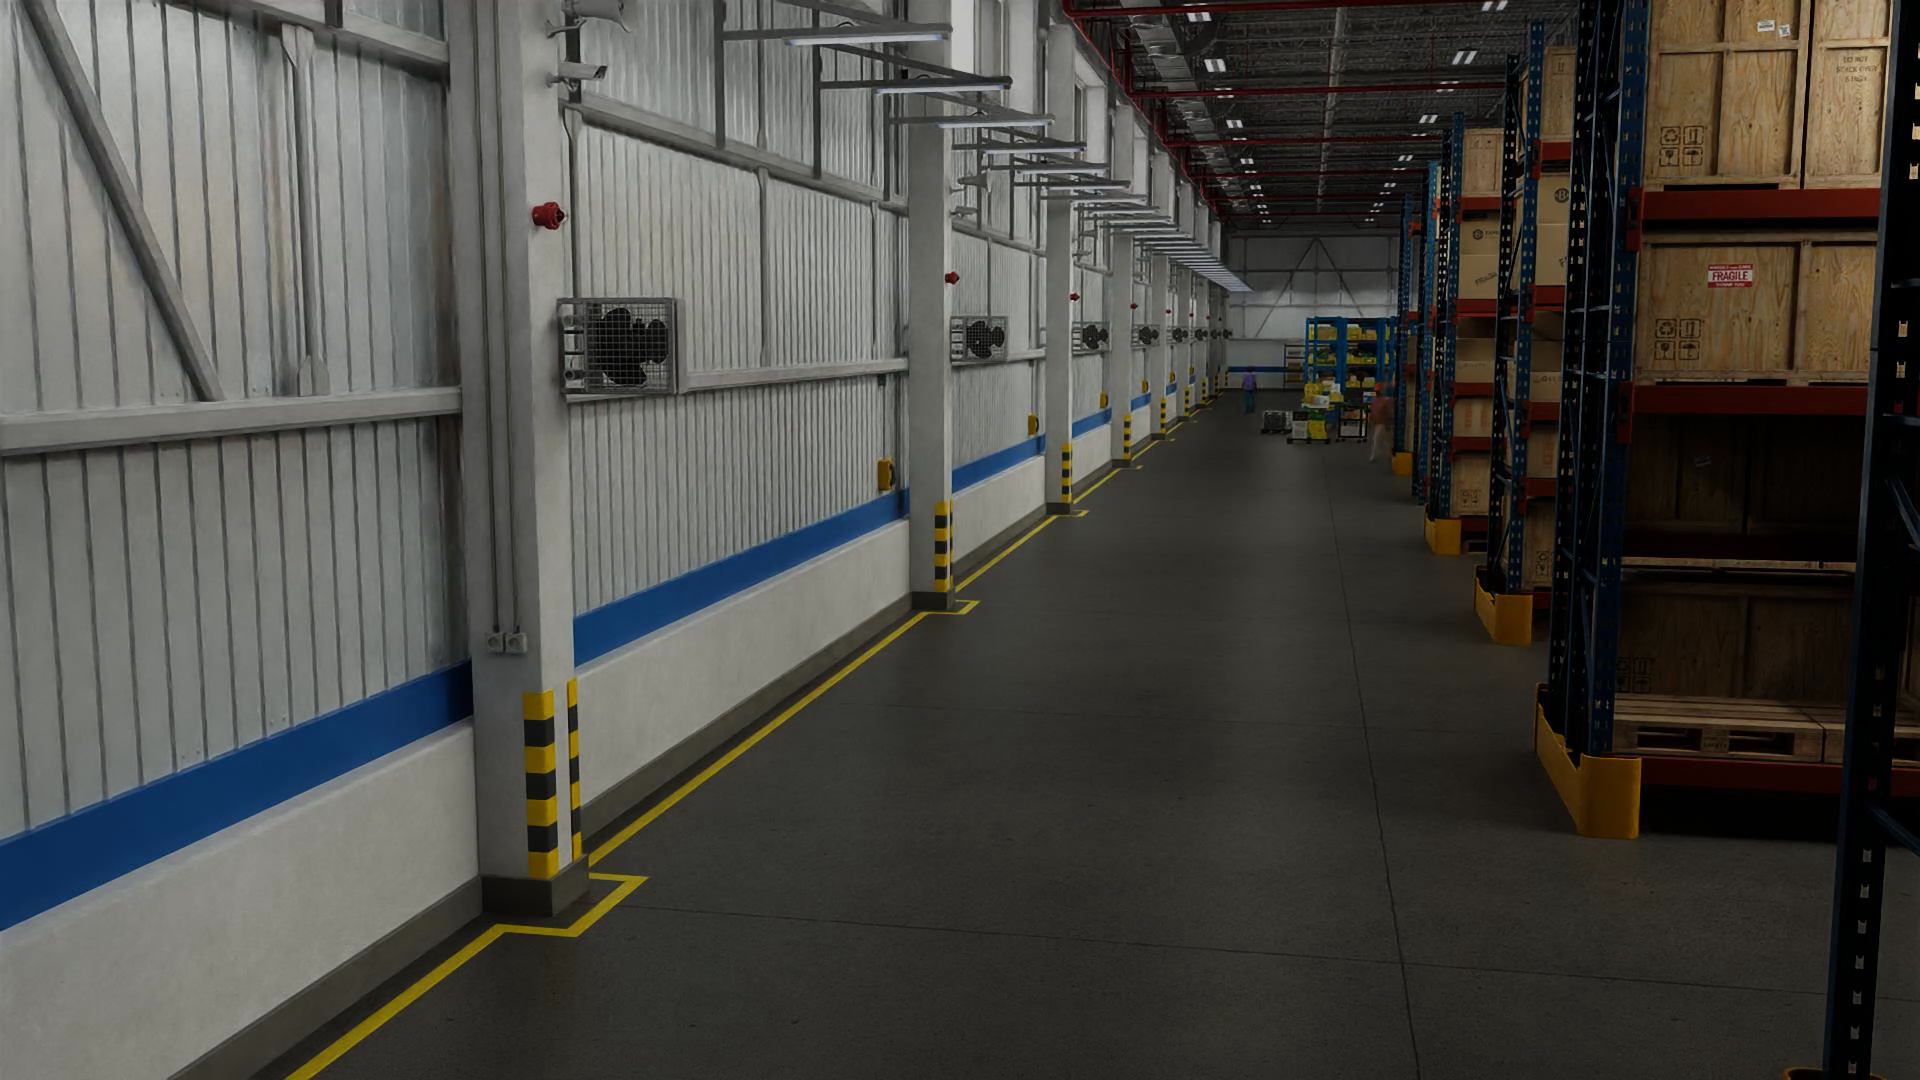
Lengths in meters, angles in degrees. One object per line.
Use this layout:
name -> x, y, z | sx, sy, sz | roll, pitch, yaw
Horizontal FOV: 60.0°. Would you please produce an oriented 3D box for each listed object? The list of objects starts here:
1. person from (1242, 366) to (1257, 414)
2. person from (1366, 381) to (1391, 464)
person -> 11.082, -5.737, 63.579 | 0.597, 1.802, 0.918 | 2, 7, 17
person -> 9.965, -2.781, 39.327 | 0.888, 1.963, 0.621 | -4, 8, -32
